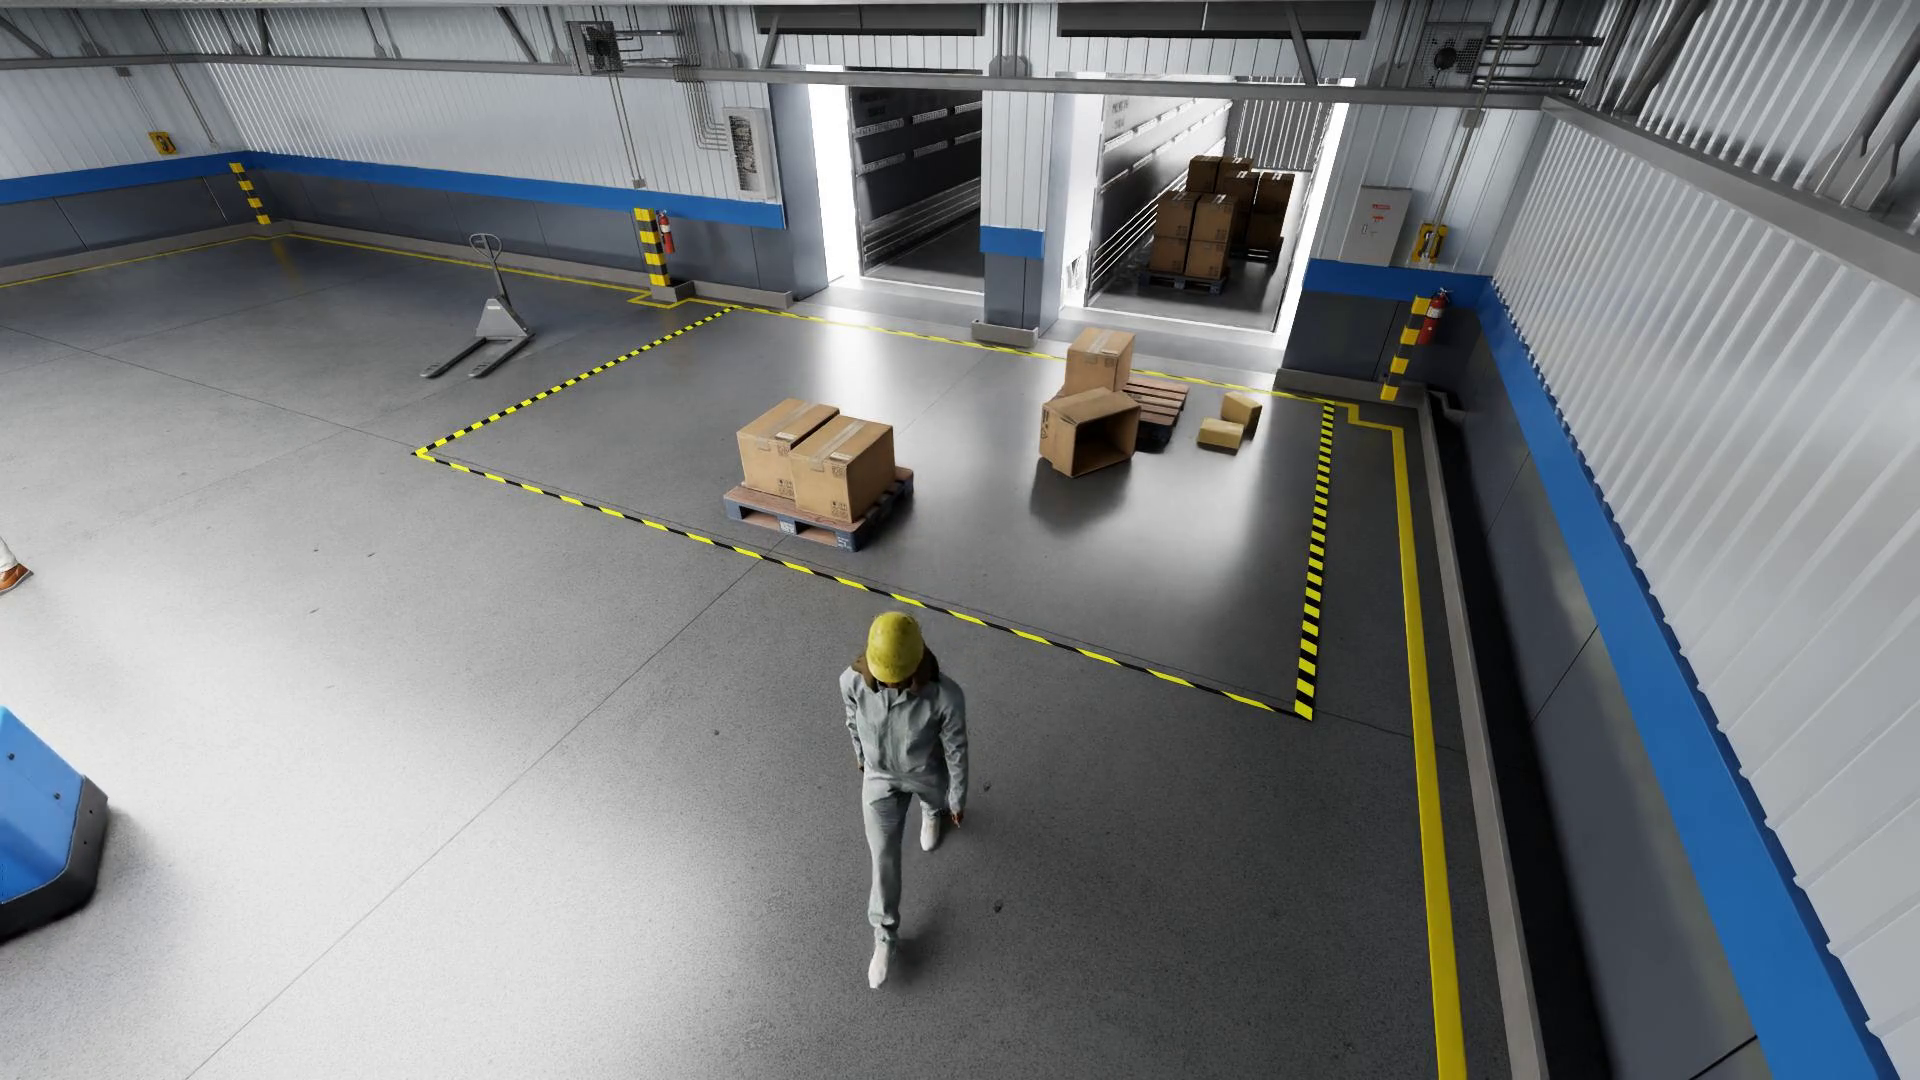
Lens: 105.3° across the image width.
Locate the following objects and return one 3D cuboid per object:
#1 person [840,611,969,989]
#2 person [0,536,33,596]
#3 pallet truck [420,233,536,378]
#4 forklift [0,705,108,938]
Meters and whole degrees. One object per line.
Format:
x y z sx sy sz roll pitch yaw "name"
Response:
-0.212 0.945 2.893 0.501 1.688 0.940 5 36 7 "person"
-6.882 -0.470 4.669 0.604 1.948 0.383 0 35 0 "person"
-5.664 -2.712 8.427 0.680 1.201 1.601 0 35 -1 "pallet truck"
-4.498 0.836 2.757 0.776 2.013 0.716 -25 43 -31 "forklift"
